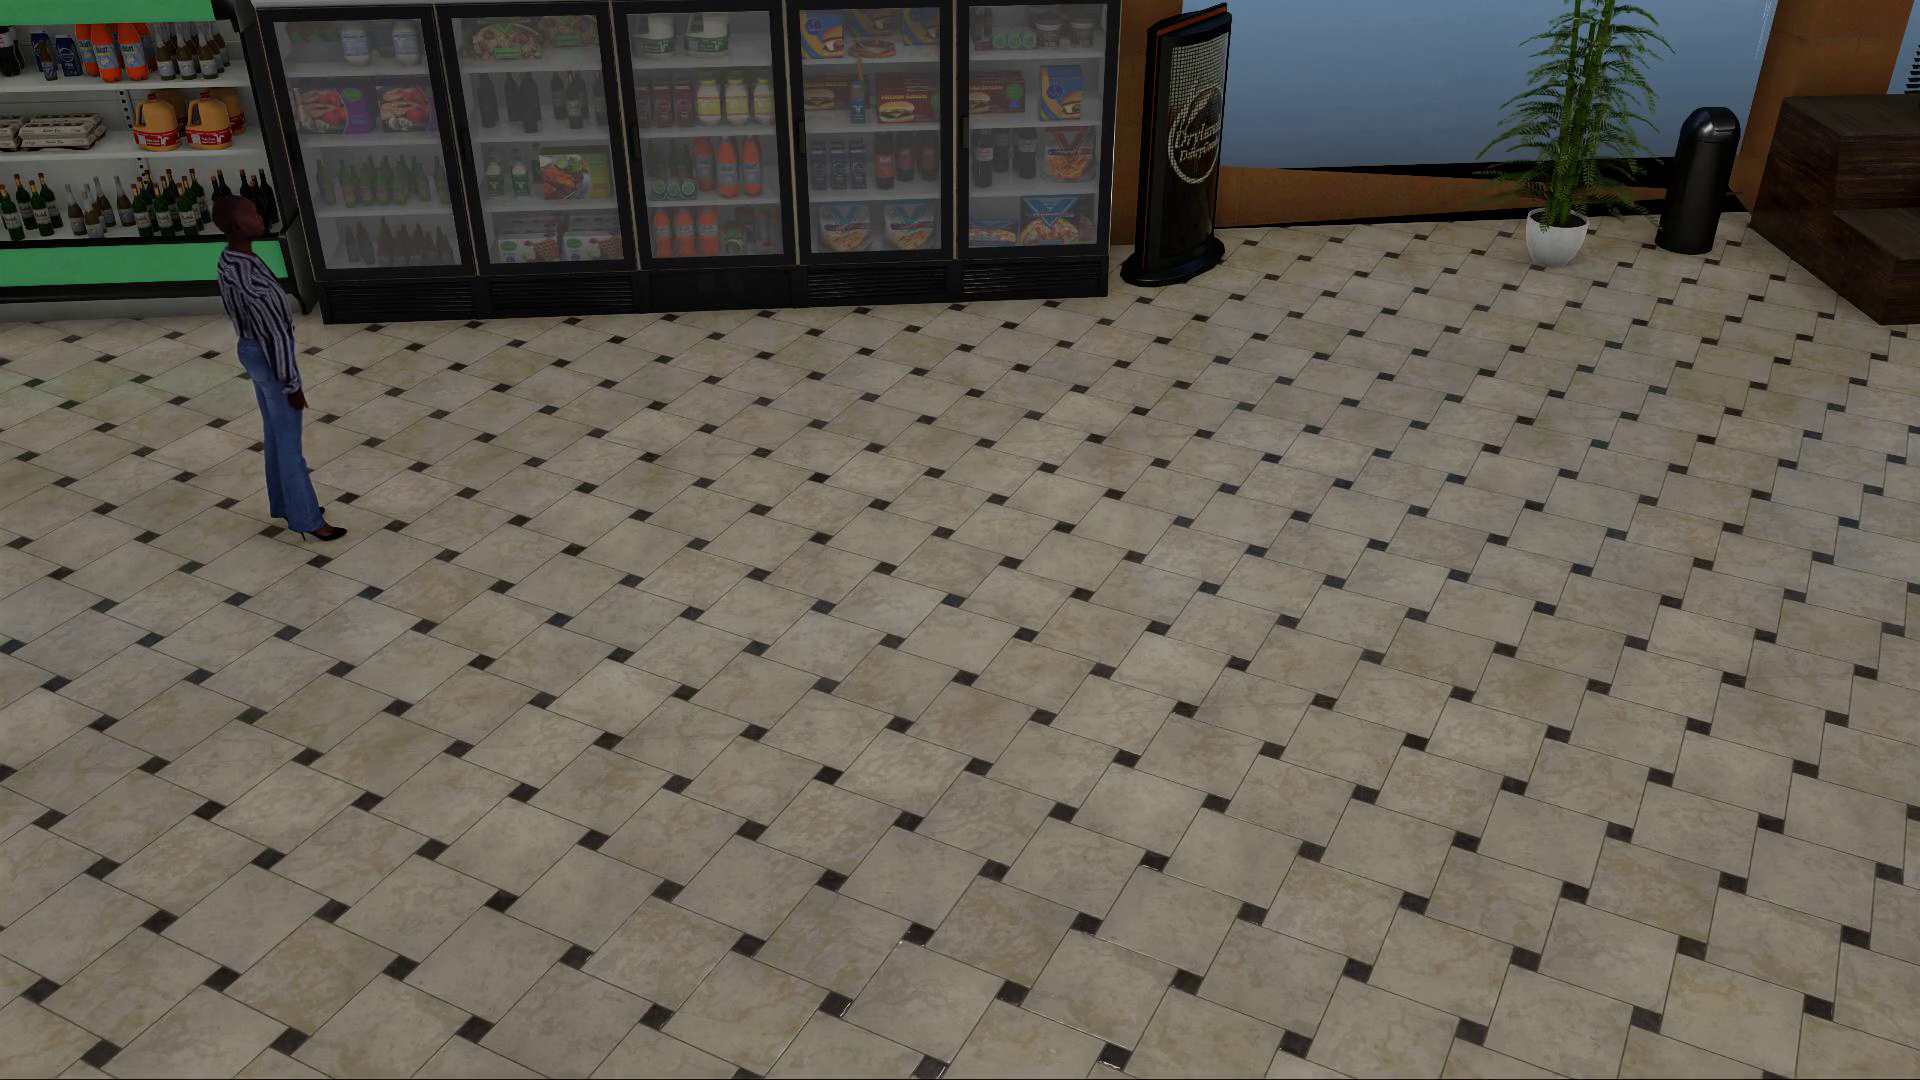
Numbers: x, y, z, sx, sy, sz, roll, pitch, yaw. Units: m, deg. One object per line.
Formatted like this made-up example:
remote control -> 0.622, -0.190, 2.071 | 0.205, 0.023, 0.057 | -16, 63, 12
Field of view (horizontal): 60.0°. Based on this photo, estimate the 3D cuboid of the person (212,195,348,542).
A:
person -> -3.355, -0.818, 8.097 | 0.706, 1.796, 0.700 | -21, 38, -30
